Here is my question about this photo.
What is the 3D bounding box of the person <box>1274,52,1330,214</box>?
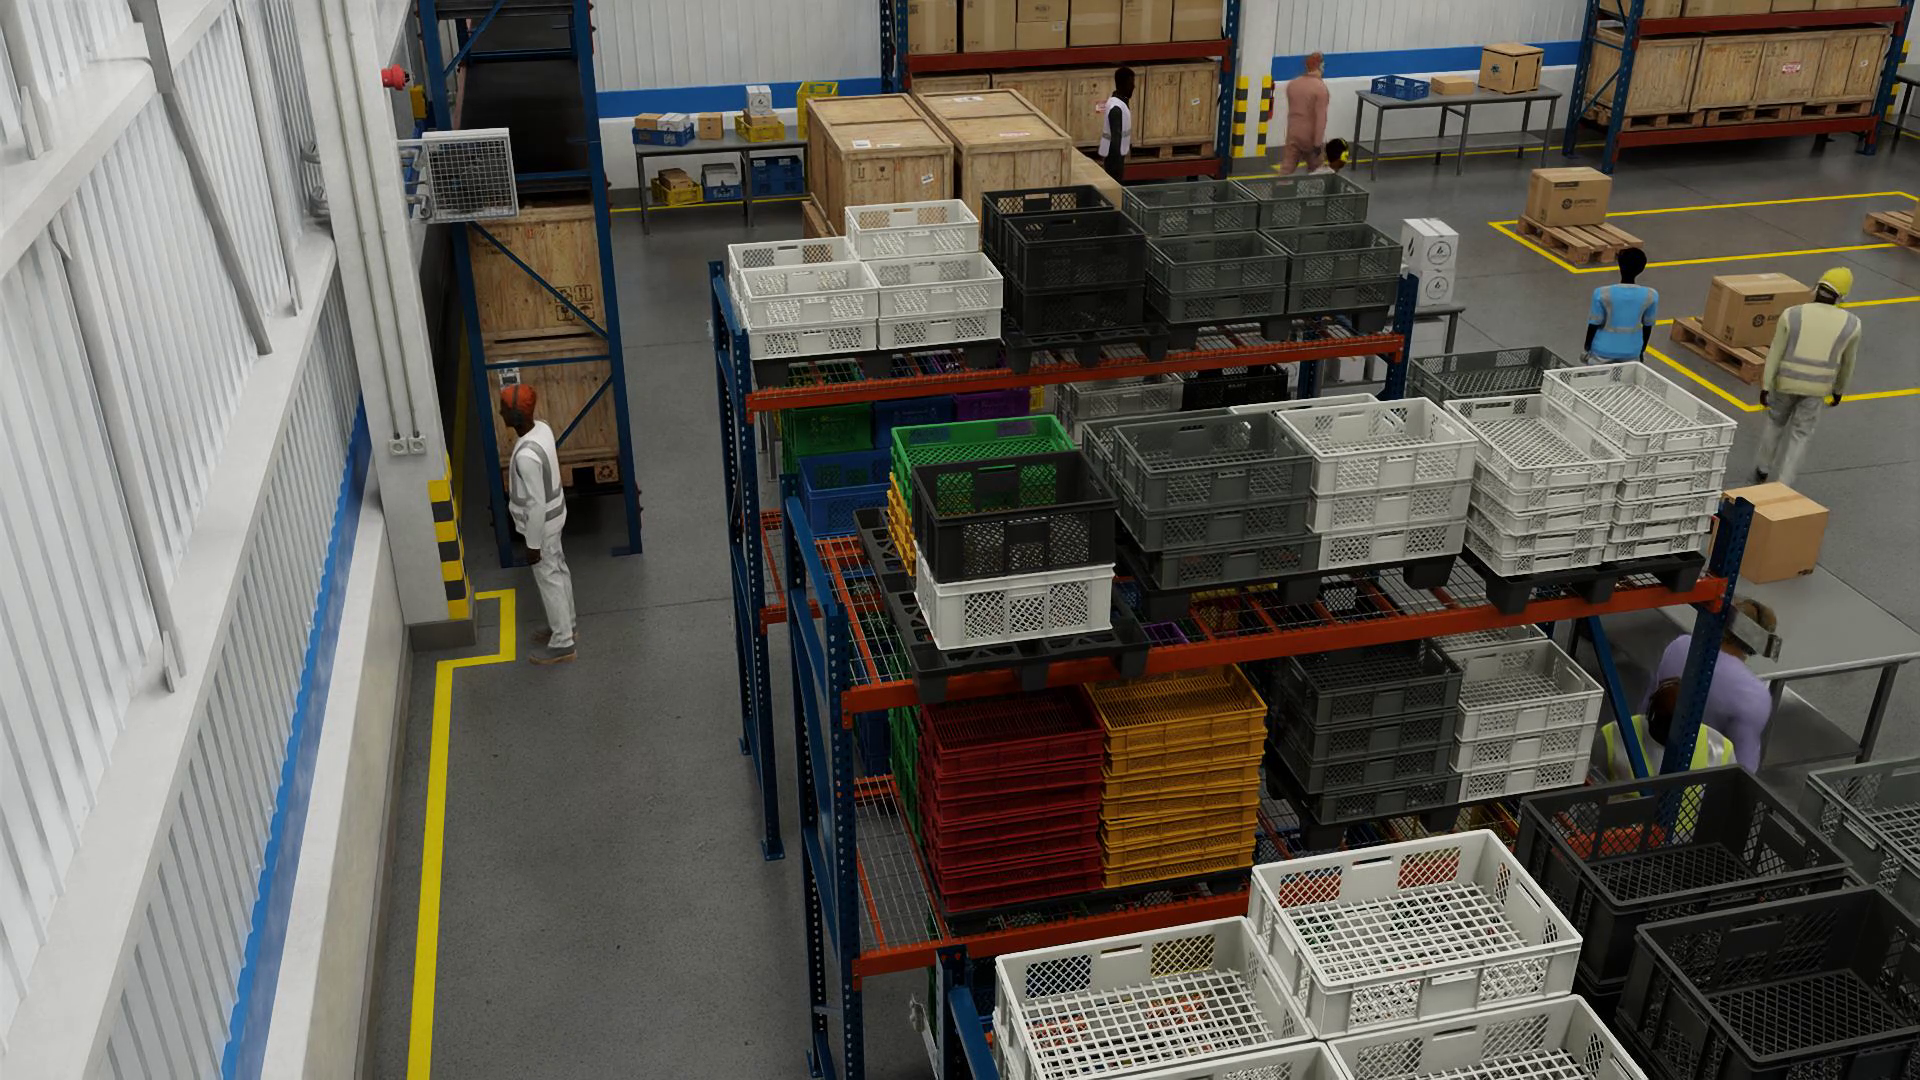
[{"bbox_3d":[3.978,-4.655,19.171,0.942,1.855,0.659,-20,34,-33],"label":"person"}]

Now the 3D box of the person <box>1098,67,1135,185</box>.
[{"bbox_3d":[1.705,-4.226,18.284,0.369,1.914,0.597,3,28,5],"label":"person"}]

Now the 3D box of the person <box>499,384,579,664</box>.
[{"bbox_3d":[-2.655,-0.107,10.502,0.337,1.882,0.584,-2,28,-4],"label":"person"}]

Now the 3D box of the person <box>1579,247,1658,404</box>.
[{"bbox_3d":[5.271,-1.525,13.392,0.541,1.693,0.316,2,28,3],"label":"person"}]

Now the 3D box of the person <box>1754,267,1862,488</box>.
[{"bbox_3d":[6.424,-1.188,12.653,0.612,1.785,0.724,12,30,22],"label":"person"}]

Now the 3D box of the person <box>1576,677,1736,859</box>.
[{"bbox_3d":[3.144,1.427,7.651,0.629,1.837,0.429,8,29,15],"label":"person"}]

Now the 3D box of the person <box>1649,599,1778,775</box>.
[{"bbox_3d":[3.563,1.139,8.119,0.463,1.914,0.669,-10,30,-19],"label":"person"}]

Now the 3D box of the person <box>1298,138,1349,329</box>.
[{"bbox_3d":[3.457,-2.901,15.871,0.875,1.820,0.540,-10,29,-19],"label":"person"}]
